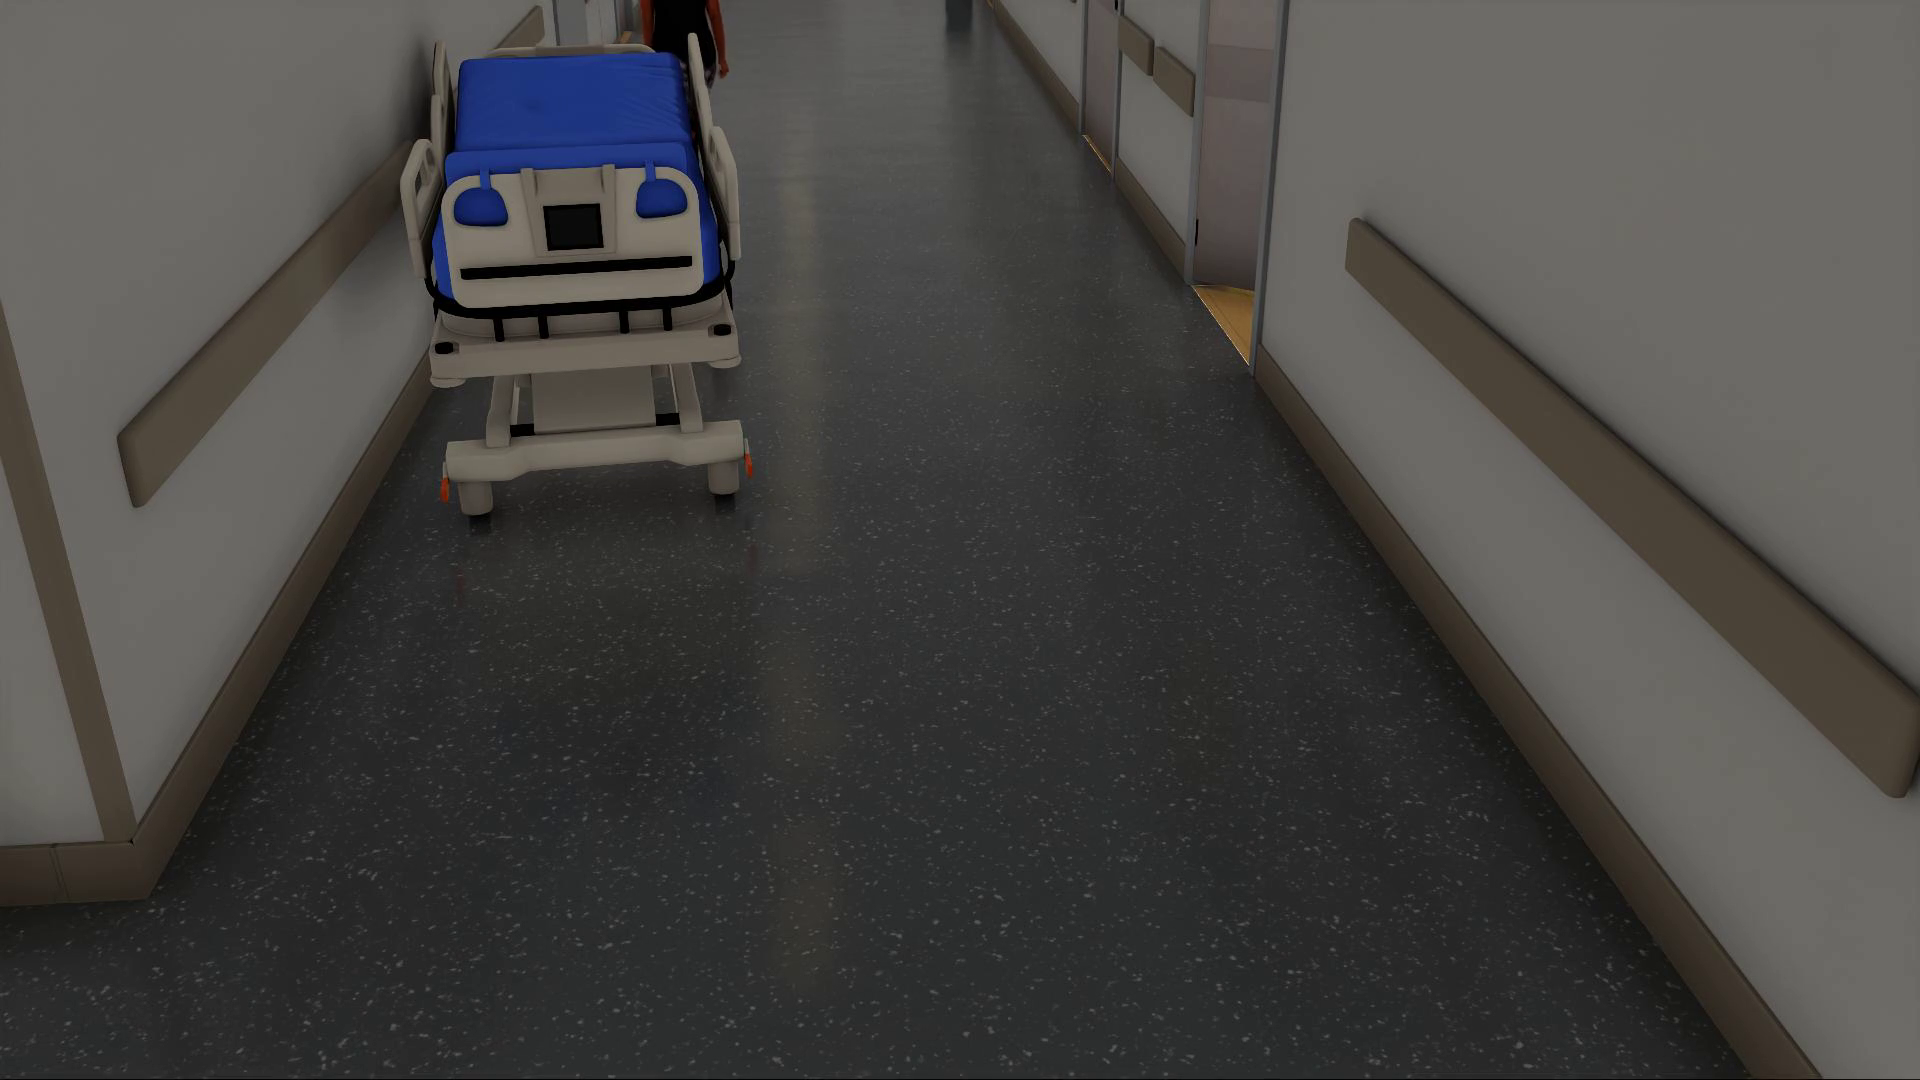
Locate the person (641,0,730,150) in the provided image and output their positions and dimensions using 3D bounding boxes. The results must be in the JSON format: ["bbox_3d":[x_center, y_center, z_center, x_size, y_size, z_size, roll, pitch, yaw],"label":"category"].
[{"bbox_3d":[-1.576,-2.762,9.518,1.045,1.626,0.796,-7,27,-14],"label":"person"}]
